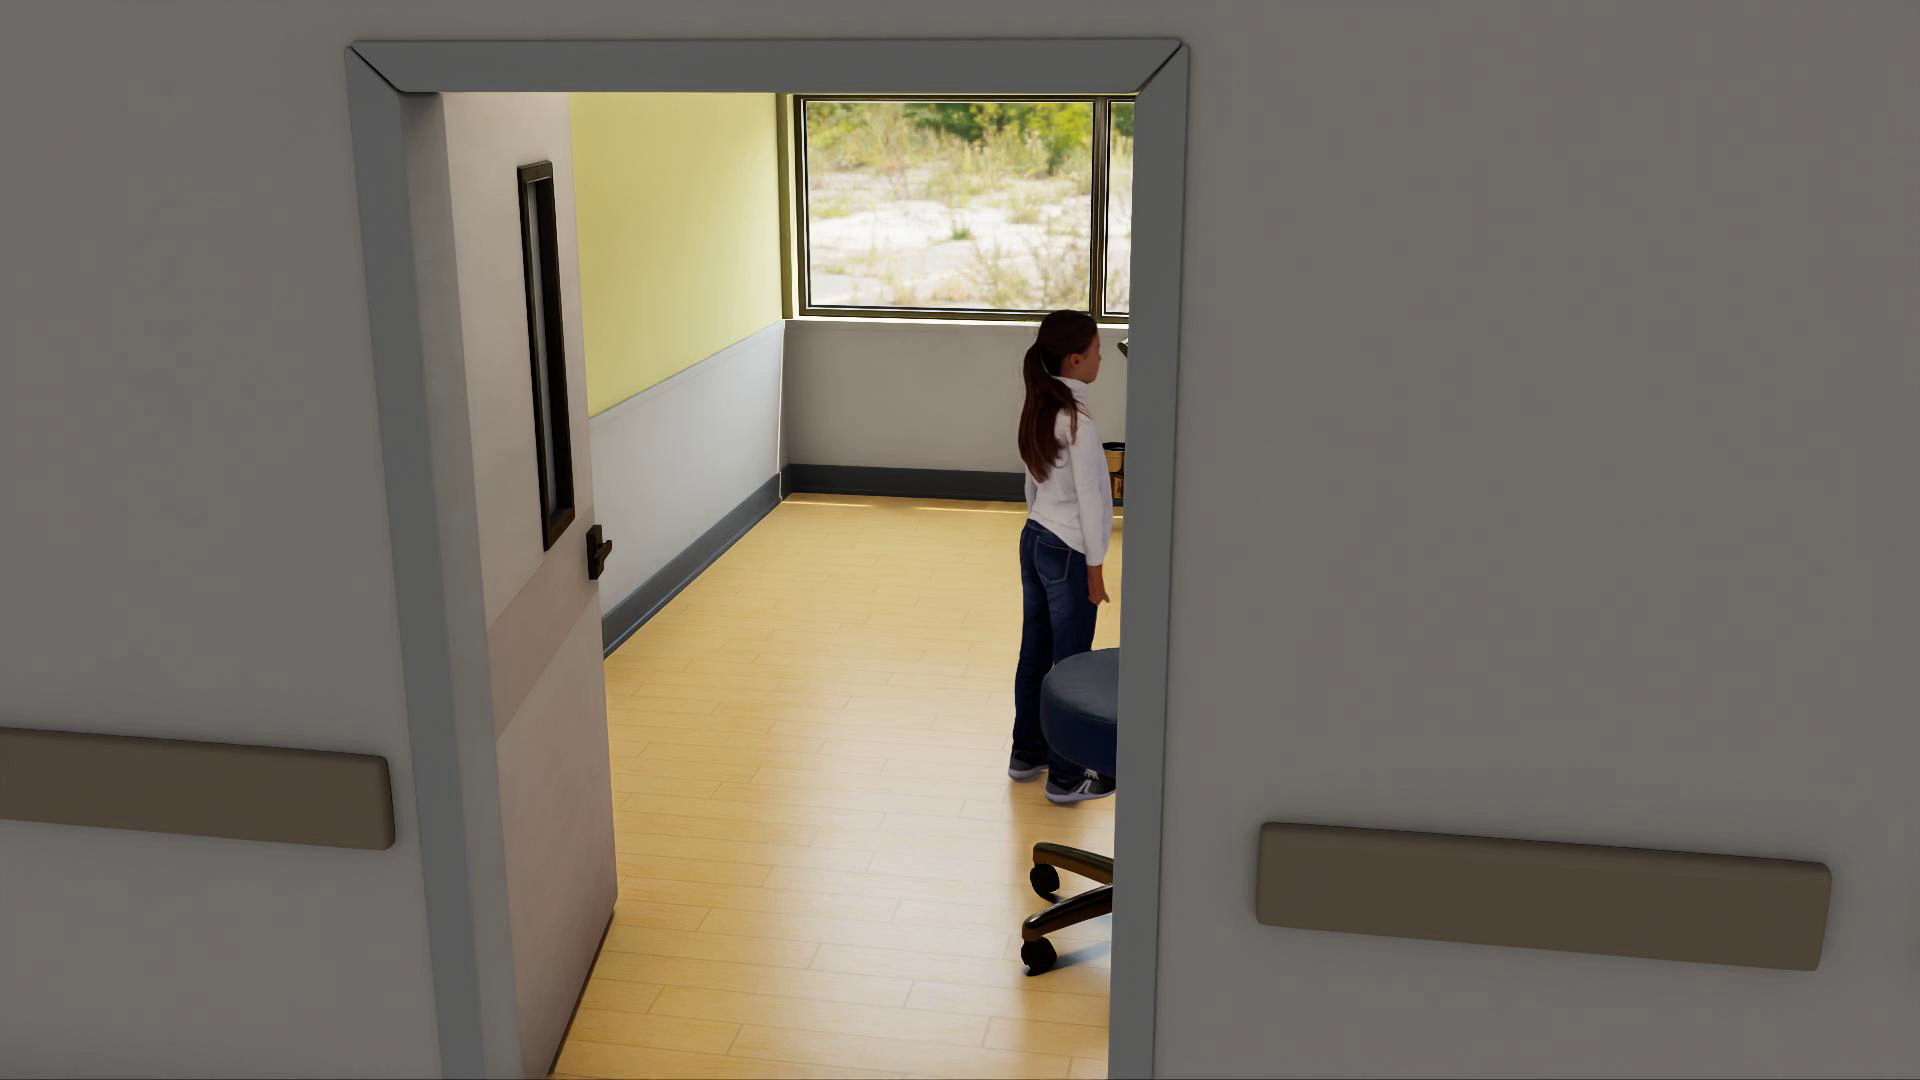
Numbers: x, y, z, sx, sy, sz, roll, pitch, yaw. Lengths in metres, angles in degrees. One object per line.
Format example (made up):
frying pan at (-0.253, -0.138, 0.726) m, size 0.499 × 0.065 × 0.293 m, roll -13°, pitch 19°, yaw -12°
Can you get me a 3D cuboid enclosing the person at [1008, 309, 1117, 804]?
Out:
person at (0.314, 0.045, 5.277) m, size 0.663 × 1.557 × 0.618 m, roll -9°, pitch 18°, yaw -28°
